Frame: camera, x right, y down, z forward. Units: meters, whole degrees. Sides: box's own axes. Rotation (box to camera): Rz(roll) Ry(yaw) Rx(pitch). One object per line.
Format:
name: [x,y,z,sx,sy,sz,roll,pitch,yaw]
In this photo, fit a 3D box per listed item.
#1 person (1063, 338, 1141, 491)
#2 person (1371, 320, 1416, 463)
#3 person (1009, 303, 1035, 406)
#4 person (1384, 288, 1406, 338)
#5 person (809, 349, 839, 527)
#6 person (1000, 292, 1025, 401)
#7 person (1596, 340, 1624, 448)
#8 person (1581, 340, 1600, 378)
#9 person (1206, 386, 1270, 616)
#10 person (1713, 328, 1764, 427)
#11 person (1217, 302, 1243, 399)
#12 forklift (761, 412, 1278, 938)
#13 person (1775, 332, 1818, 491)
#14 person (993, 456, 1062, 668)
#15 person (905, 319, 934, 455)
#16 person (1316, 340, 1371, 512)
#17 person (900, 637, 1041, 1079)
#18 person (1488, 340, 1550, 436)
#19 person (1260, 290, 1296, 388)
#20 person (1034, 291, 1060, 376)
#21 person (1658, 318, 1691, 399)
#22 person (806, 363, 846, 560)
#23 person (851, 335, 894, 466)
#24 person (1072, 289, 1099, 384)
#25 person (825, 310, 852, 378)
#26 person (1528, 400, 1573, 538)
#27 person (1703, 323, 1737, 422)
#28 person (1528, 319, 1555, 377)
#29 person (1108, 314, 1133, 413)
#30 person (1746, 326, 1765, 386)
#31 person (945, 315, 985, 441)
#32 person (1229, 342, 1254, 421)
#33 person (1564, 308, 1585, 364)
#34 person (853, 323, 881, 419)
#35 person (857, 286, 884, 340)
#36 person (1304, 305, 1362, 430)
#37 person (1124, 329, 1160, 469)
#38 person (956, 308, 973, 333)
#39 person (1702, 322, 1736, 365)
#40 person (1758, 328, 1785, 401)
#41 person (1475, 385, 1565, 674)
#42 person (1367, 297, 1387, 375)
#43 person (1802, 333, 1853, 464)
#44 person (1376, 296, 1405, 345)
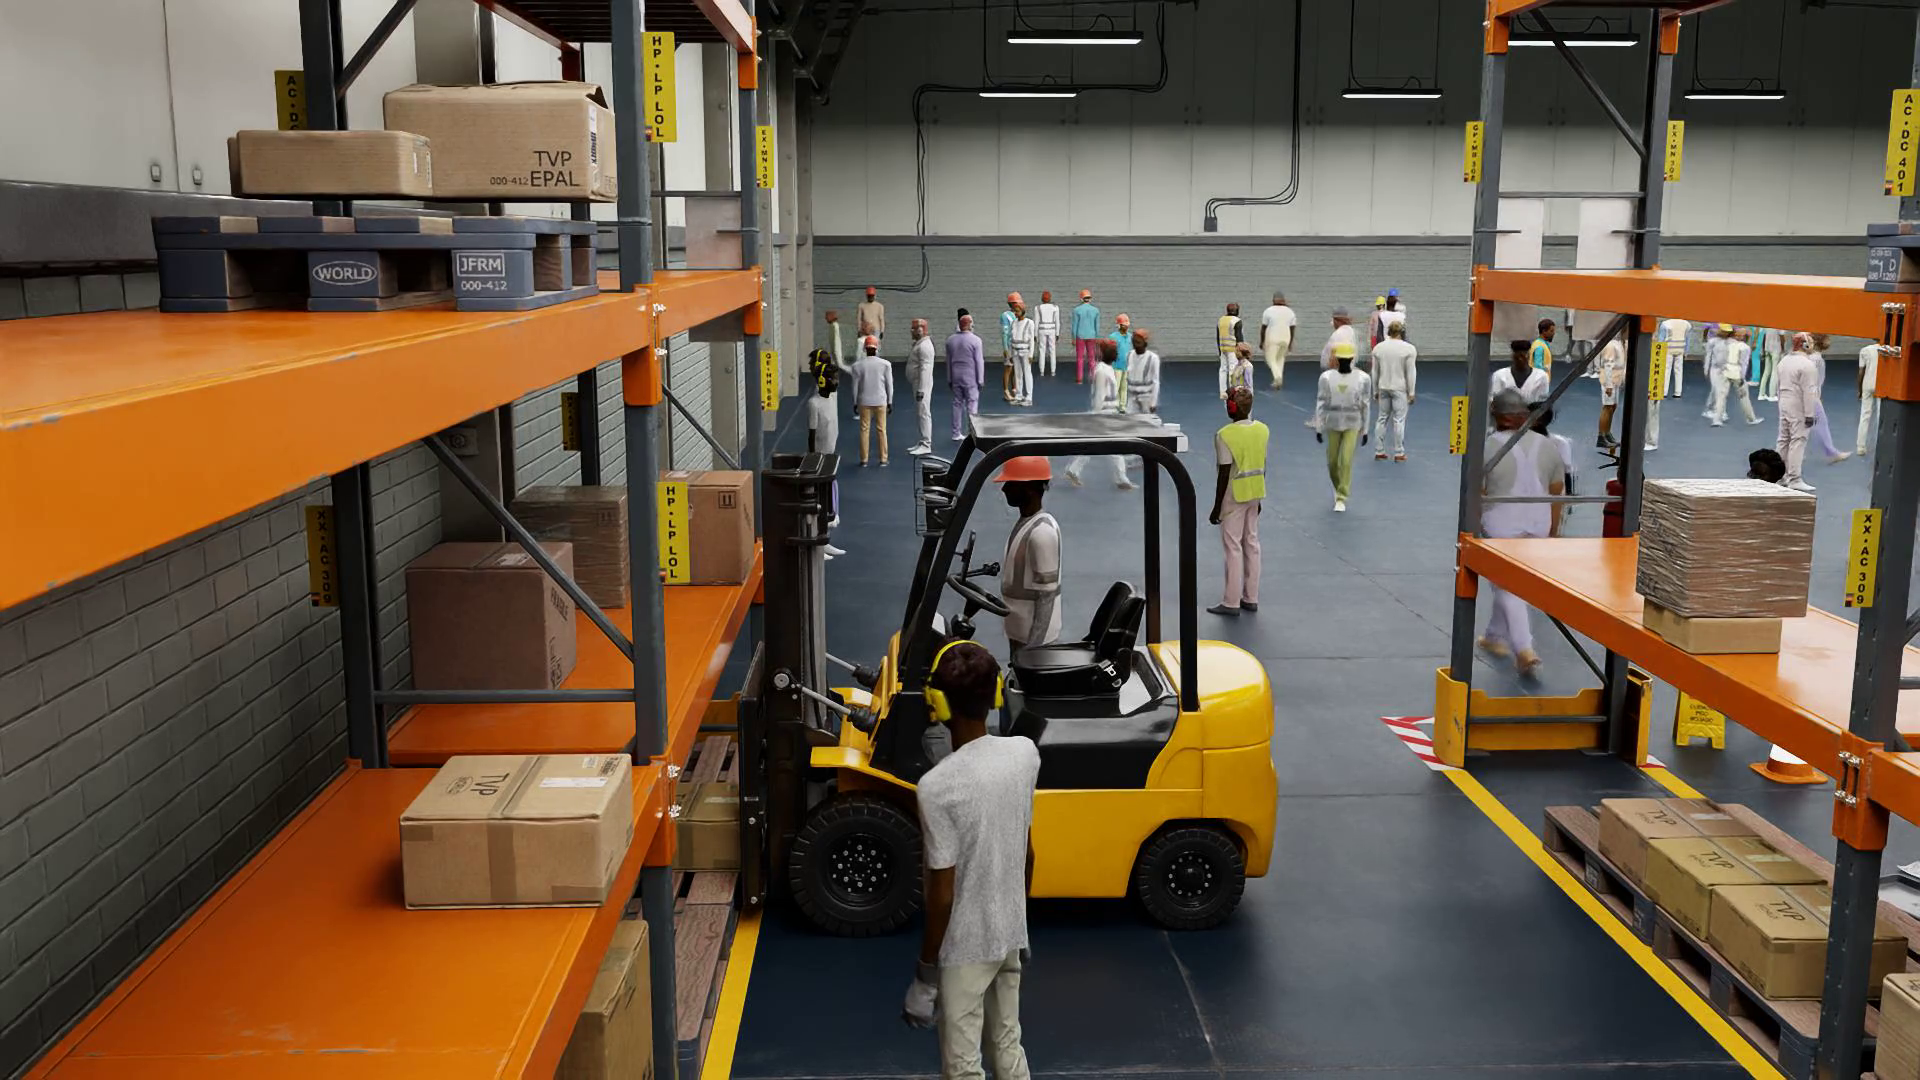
person: [1.686,-1.508,20.024,0.931,1.852,0.585,2,10,10]
person: [5.887,-2.018,22.618,0.631,1.932,0.362,9,14,42]
person: [1.121,-3.396,30.451,0.581,1.880,0.366,10,14,44]
person: [9.741,-4.695,37.475,0.604,1.949,0.384,2,10,13]
person: [-1.440,-1.061,17.450,0.310,1.868,0.532,1,10,7]
person: [1.023,-3.627,31.259,0.373,2.044,0.606,8,13,39]
person: [9.506,-2.293,24.168,0.392,1.926,0.546,7,12,34]
person: [13.928,-4.440,36.677,0.384,1.732,0.496,-3,11,-16]
person: [2.239,-0.309,13.324,0.564,1.846,0.390,-9,13,-40]
person: [12.581,-2.619,26.866,0.871,1.583,0.535,-2,10,-13]
person: [5.137,-3.575,31.532,0.430,1.844,0.623,-6,12,-32]
forklift: [0.291,0.548,7.580,2.313,2.155,1.214,0,10,-2]
person: [10.137,-1.560,20.111,0.408,1.913,0.642,-1,10,-5]
person: [0.348,0.470,8.731,0.355,1.938,0.544,-2,10,-9]
person: [-0.570,-2.161,23.476,0.407,1.908,0.642,-1,10,-4]
person: [4.302,-1.295,18.660,0.592,1.907,0.744,4,11,21]
person: [0.029,1.201,4.867,0.330,1.865,0.518,8,13,39]
person: [6.130,-1.249,18.269,0.613,1.950,0.461,5,11,27]
person: [6.472,-4.078,33.775,0.687,2.000,0.766,-3,11,-15]
person: [1.937,-4.611,37.176,0.574,1.887,0.355,-1,10,-3]
person: [13.540,-3.574,31.590,0.586,1.824,0.404,-1,10,-5]
person: [-1.288,-0.740,15.702,0.322,1.861,0.513,3,11,17]
person: [-1.165,-1.854,22.175,0.561,1.756,0.318,0,10,-1]
person: [2.637,-4.277,35.059,0.608,1.987,0.403,-4,11,-20]
person: [-2.466,-3.901,34.023,0.700,1.596,0.573,-3,11,-19]
person: [5.078,-0.392,14.338,0.847,1.658,0.545,-6,12,-30]
person: [12.765,-2.843,27.896,0.510,1.674,0.955,0,10,-1]
person: [8.150,-2.158,23.457,0.380,1.910,0.592,4,11,21]
person: [2.784,-2.995,28.543,0.575,1.749,0.333,-8,13,-39]
person: [16.545,-4.118,34.578,0.353,1.837,0.511,5,12,28]
person: [0.094,-2.419,24.953,0.648,1.900,0.401,8,13,36]
person: [3.815,-1.861,22.531,0.309,1.645,0.514,-2,10,-10]
person: [14.993,-5.197,40.469,0.661,1.881,0.547,8,13,39]
person: [-1.574,-2.847,28.107,0.329,1.616,0.606,10,14,43]
person: [-2.022,-4.770,37.788,0.636,1.982,0.517,1,10,7]
person: [6.019,-2.753,26.398,1.002,2.000,0.688,5,11,25]
person: [2.347,-1.832,21.795,0.744,1.847,0.596,-10,14,-43]
person: [0.083,-3.710,32.709,0.320,1.694,0.535,5,11,27]
person: [15.756,-4.152,34.500,0.608,1.939,0.857,6,12,30]
person: [15.311,-3.539,31.287,0.327,1.861,0.536,-3,11,-15]
person: [3.902,-0.111,11.679,0.689,2.000,1.024,-2,10,-12]
person: [9.422,-4.577,37.340,0.523,1.762,0.329,7,12,34]
person: [11.601,-1.920,22.411,0.851,1.803,0.523,3,11,19]
person: [8.715,-3.985,33.640,0.612,1.904,0.645,-3,11,-18]
